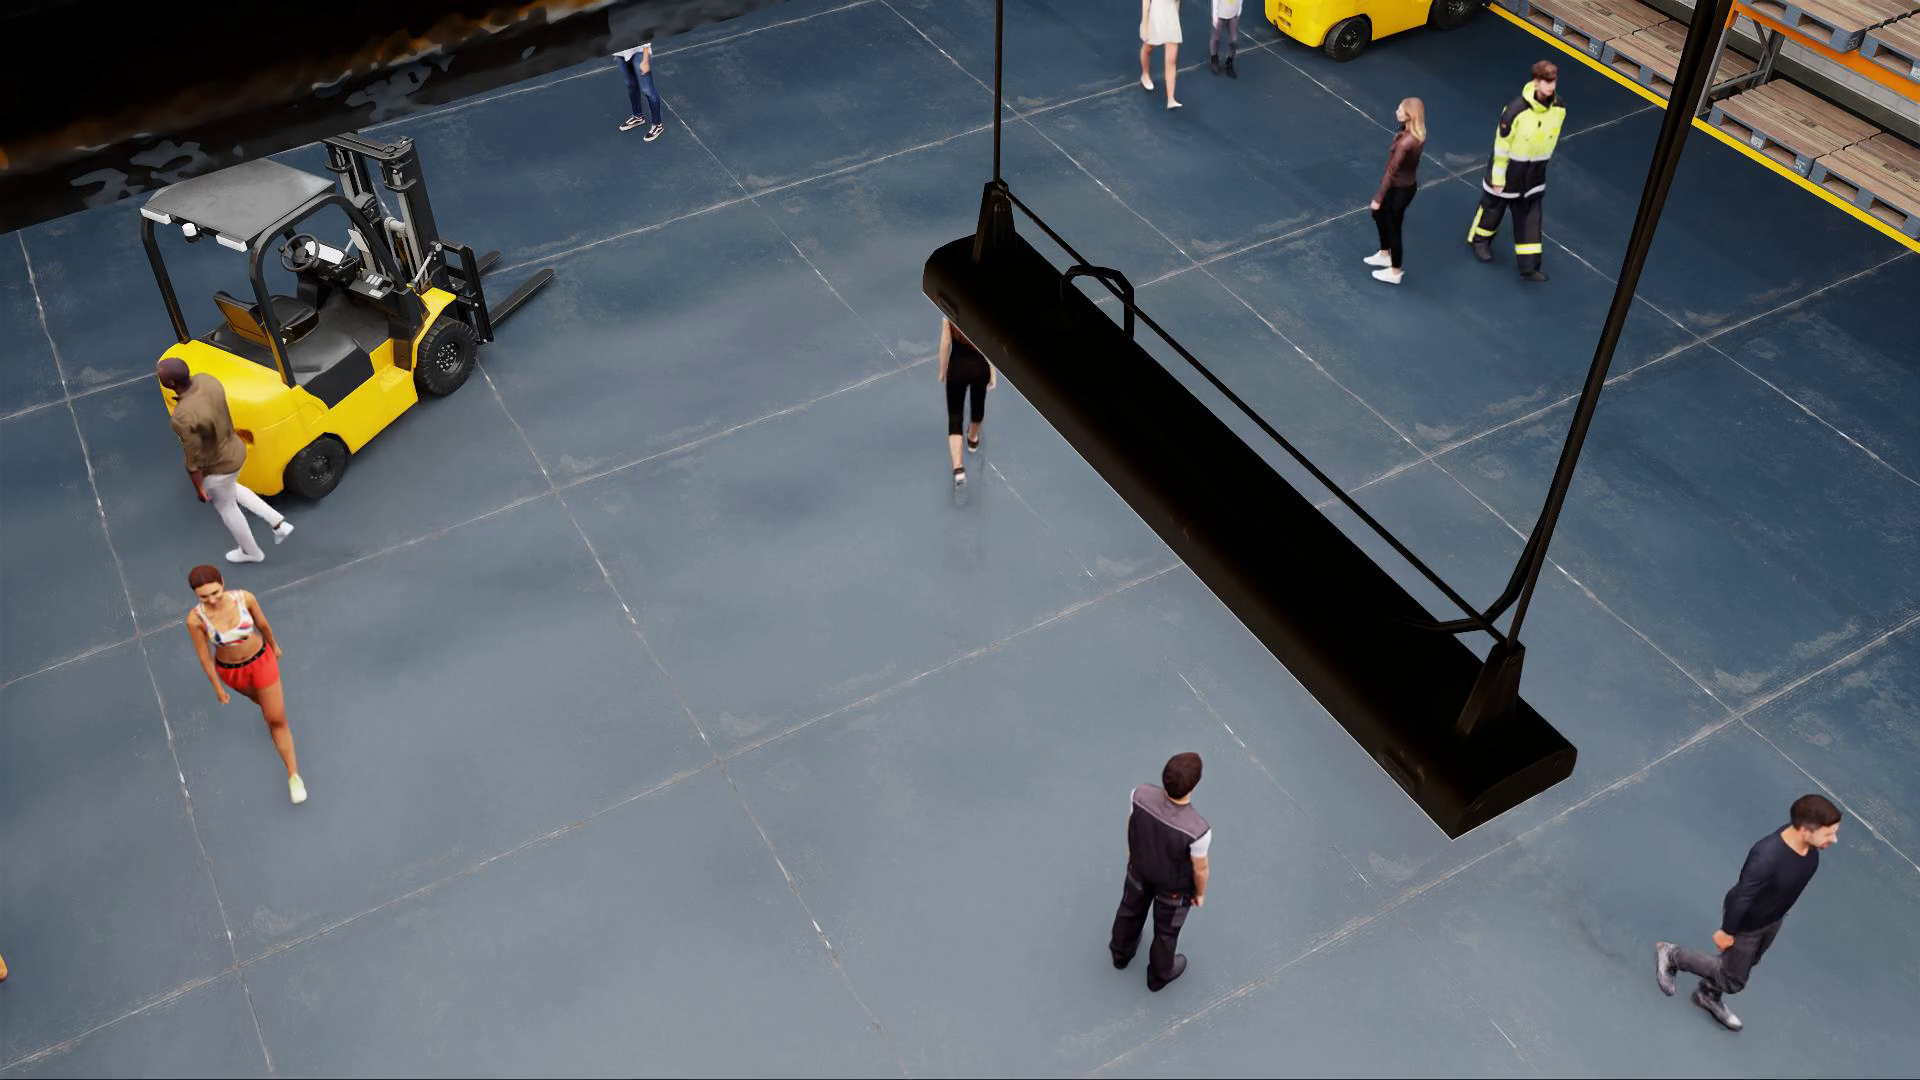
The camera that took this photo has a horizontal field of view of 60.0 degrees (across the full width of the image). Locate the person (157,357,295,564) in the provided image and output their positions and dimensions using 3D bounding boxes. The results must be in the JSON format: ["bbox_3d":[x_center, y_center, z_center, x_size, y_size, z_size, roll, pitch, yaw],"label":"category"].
[{"bbox_3d":[-4.991,-0.532,11.380,0.971,1.813,0.897,3,44,3],"label":"person"}]

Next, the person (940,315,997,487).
[{"bbox_3d":[0.052,-1.162,12.122,0.943,1.701,1.153,1,44,1],"label":"person"}]

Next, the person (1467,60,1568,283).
[{"bbox_3d":[4.680,-3.186,14.072,0.985,1.941,1.250,-11,45,-12],"label":"person"}]

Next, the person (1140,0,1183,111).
[{"bbox_3d":[1.930,-5.121,16.306,0.819,1.661,1.201,-9,44,-9],"label":"person"}]

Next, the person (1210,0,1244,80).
[{"bbox_3d":[2.669,-5.351,16.833,0.595,1.268,0.685,-7,44,-7],"label":"person"}]

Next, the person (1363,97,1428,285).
[{"bbox_3d":[3.767,-2.893,13.949,0.786,1.686,0.743,17,46,17],"label":"person"}]

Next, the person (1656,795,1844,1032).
[{"bbox_3d":[4.111,1.919,8.777,0.667,1.854,0.796,-24,49,-23],"label":"person"}]

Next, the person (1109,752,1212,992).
[{"bbox_3d":[1.074,1.779,8.929,0.647,1.846,0.786,28,50,26],"label":"person"}]

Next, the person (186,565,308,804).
[{"bbox_3d":[-4.355,0.719,10.120,0.589,1.739,1.141,-21,47,-20],"label":"person"}]

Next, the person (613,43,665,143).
[{"bbox_3d":[-3.092,-4.666,15.791,0.679,1.713,0.787,28,50,26],"label":"person"}]
